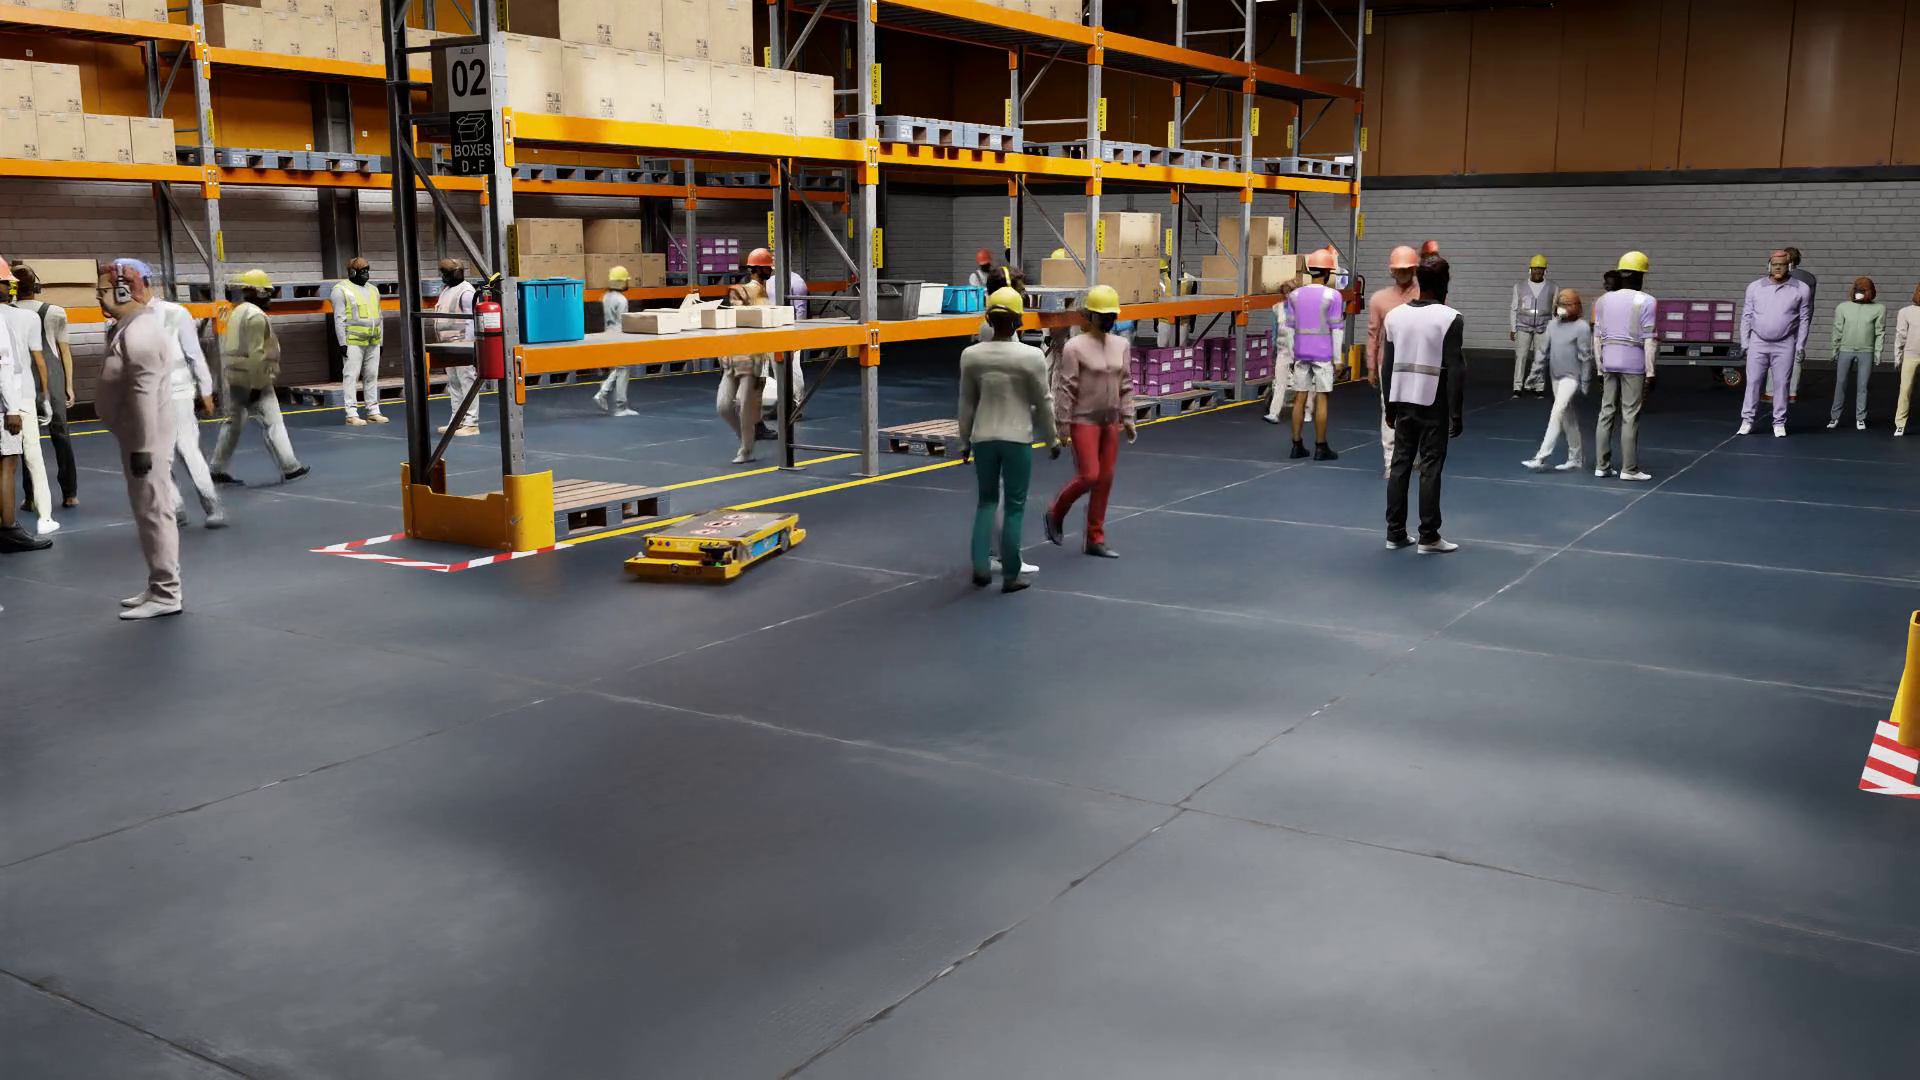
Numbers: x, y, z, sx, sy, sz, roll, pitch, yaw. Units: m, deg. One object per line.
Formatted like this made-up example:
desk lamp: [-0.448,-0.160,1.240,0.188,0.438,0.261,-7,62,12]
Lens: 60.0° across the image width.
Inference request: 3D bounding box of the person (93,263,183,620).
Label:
person: [-4.453,-0.538,9.013,0.398,1.904,0.649,-5,12,-28]

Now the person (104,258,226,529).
person: [-5.552,-0.988,11.491,0.639,1.900,0.505,0,10,0]

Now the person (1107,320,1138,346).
person: [2.134,-2.821,22.215,0.566,1.682,0.416,5,11,24]

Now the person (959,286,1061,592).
person: [0.269,-0.567,9.559,0.545,1.761,0.375,5,11,27]

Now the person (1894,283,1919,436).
person: [9.879,-1.862,17.103,0.493,1.625,0.282,4,11,23]

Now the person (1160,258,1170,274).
person: [2.870,-3.110,23.621,0.331,1.768,0.526,1,10,5]

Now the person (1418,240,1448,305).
person: [7.000,-3.473,24.936,0.633,2.021,0.554,-2,10,-11]

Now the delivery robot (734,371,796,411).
delivery robot: [-2.197,-1.663,18.703,0.707,0.478,0.477,0,10,-3]

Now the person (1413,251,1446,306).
person: [6.782,-3.207,23.879,0.586,1.868,0.699,-5,11,-26]

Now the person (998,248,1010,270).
person: [0.965,-4.769,32.531,0.514,1.871,0.327,7,13,35]

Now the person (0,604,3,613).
person: [-5.280,-0.363,8.051,0.622,1.892,1.016,10,14,43]

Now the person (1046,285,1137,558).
person: [0.840,-0.750,10.616,0.518,1.746,0.484,-8,13,-36]

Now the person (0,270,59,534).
person: [-6.530,-0.956,11.416,0.516,1.865,0.325,-5,11,-25]

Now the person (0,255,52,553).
person: [-6.252,-0.882,10.836,0.550,1.936,0.387,9,14,41]

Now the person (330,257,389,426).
person: [-6.569,-2.173,18.262,0.428,1.837,0.625,6,12,29]

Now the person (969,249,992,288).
person: [0.434,-3.520,25.574,0.431,1.886,0.679,10,14,44]

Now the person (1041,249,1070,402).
person: [1.185,-2.546,20.080,0.392,1.919,0.590,6,12,31]

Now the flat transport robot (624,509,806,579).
flat transport robot: [-1.518,0.004,10.511,0.652,0.197,1.431,3,11,14]

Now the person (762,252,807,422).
person: [-1.965,-2.286,18.579,0.630,1.940,0.372,9,14,41]

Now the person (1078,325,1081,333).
person: [1.760,-3.516,25.328,0.624,1.971,0.794,4,11,23]

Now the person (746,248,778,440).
person: [-2.026,-1.993,16.958,0.357,1.937,0.551,-2,11,-13]

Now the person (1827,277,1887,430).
person: [9.609,-1.996,17.817,0.499,1.633,0.289,7,12,32]

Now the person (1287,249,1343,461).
person: [3.287,-1.700,15.340,0.551,1.934,0.373,9,14,41]

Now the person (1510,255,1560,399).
person: [7.321,-2.712,21.225,0.591,1.837,0.403,3,11,16]

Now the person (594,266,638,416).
person: [-3.944,-2.281,19.131,0.415,1.727,0.498,-8,13,-38]

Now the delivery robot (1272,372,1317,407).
delivery robot: [3.935,-1.797,19.448,0.477,0.478,0.707,7,12,35]

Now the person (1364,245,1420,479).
person: [3.767,-1.511,14.180,0.637,1.976,0.519,3,11,15]

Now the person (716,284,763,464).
person: [-1.990,-1.504,15.092,0.546,1.623,0.379,7,12,34]

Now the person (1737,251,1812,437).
person: [8.381,-2.013,17.155,0.636,1.911,0.404,6,12,29]

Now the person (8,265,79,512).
person: [-6.918,-1.131,12.459,0.506,1.839,0.344,-8,13,-38]

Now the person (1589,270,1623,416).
person: [7.382,-2.234,18.997,0.569,1.670,0.546,-6,12,-32]

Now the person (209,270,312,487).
person: [-5.850,-1.324,13.713,0.600,1.787,0.873,10,14,43]

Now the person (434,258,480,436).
person: [-5.230,-2.003,17.292,0.429,1.842,0.626,-9,14,-41]

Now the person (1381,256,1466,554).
person: [2.994,-0.869,10.787,0.374,1.917,0.596,-8,13,-37]

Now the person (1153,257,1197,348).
person: [2.973,-3.036,23.044,0.618,1.836,0.430,1,10,4]

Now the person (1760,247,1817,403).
person: [10.266,-2.667,20.690,0.631,1.940,0.372,1,10,6]

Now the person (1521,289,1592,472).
person: [5.187,-1.378,14.505,0.810,1.595,0.525,-3,11,-17]

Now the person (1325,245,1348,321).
person: [5.776,-3.625,26.000,0.552,1.935,0.367,5,11,26]

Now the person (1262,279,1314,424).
person: [3.671,-2.072,18.351,0.582,1.588,0.884,7,13,35]

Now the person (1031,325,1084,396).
person: [1.303,-2.807,21.637,0.802,1.894,0.556,-6,12,-29]

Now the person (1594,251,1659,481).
person: [5.616,-1.459,14.029,0.364,1.928,0.587,-7,12,-32]

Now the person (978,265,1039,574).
person: [0.277,-0.729,10.139,0.329,1.874,0.508,-3,11,-16]
